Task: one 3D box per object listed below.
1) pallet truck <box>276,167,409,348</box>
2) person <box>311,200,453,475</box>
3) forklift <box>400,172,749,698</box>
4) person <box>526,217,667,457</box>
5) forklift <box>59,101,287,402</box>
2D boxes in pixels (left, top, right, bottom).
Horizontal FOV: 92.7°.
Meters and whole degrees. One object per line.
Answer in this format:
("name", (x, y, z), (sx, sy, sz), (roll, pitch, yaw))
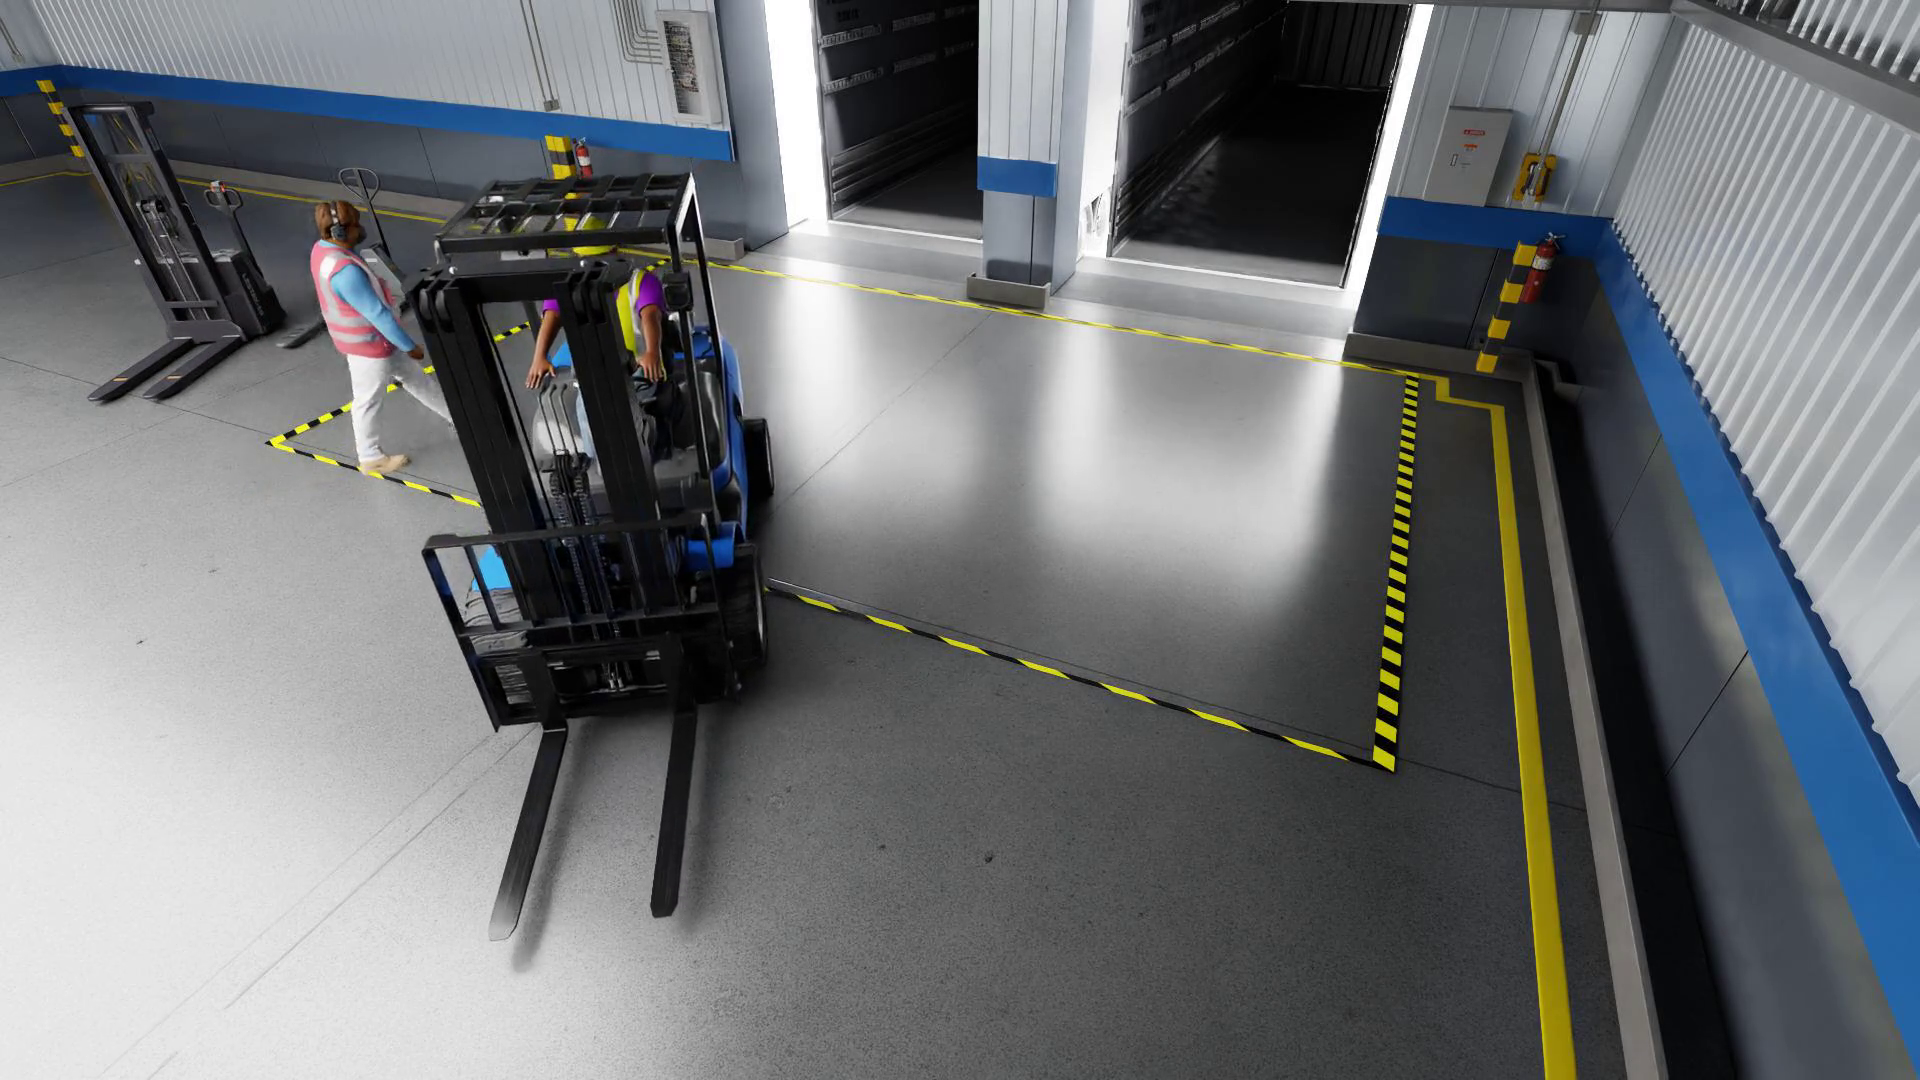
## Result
("pallet truck", (-5.732, -2.611, 8.414), (0.680, 1.201, 1.601), (-1, 35, -1))
("person", (-3.793, -1.353, 6.128), (0.956, 1.799, 0.631), (-20, 40, -26))
("forklift", (-1.793, -0.740, 4.768), (1.157, 2.036, 2.680), (-5, 35, -7))
("person", (-1.791, -0.859, 4.612), (0.635, 1.294, 1.004), (-5, 35, -7))
("forklift", (-6.686, -2.387, 7.434), (0.823, 1.965, 1.885), (-3, 35, -5))
